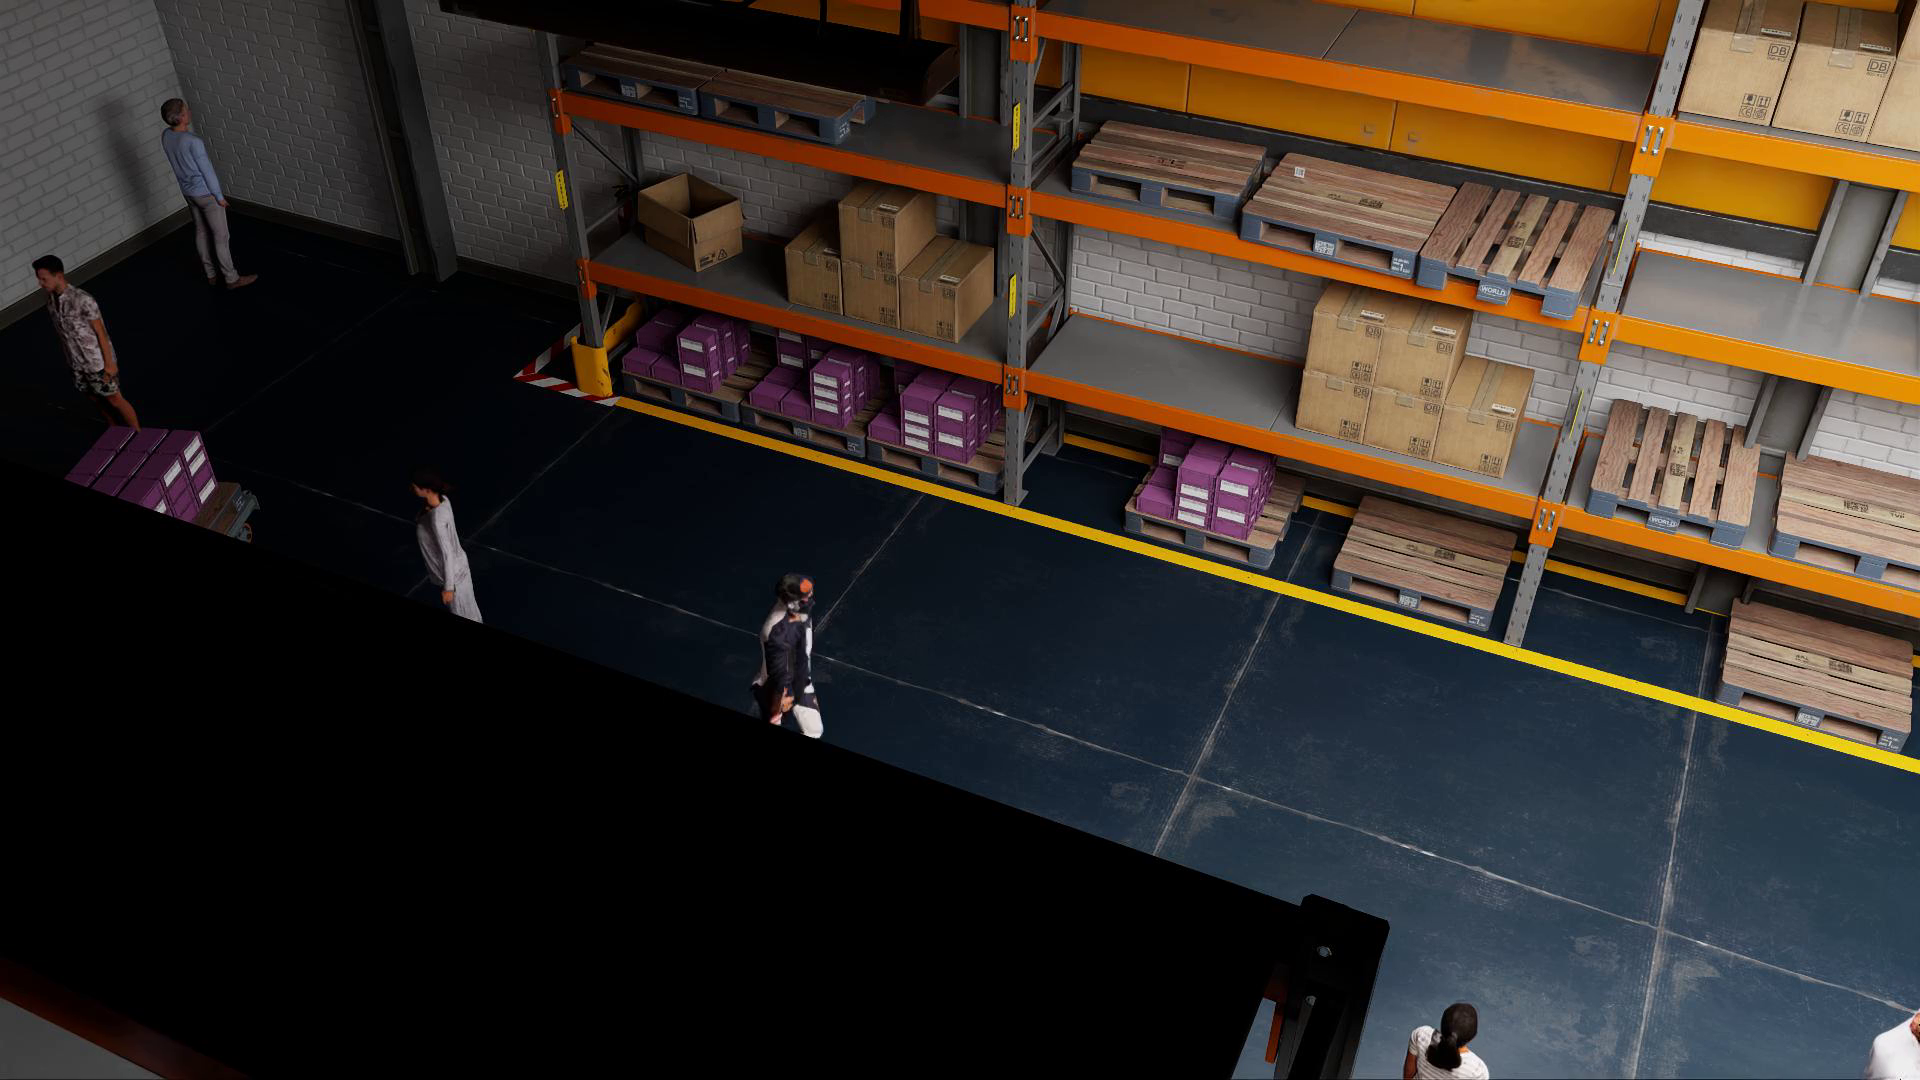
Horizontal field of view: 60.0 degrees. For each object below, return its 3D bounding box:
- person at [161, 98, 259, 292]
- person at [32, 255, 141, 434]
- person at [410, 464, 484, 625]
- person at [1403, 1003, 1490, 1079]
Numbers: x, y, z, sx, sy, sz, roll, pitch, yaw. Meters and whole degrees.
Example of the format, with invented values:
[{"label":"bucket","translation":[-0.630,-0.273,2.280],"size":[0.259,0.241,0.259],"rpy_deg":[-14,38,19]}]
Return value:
[{"label":"person","translation":[-7.165,-3.265,15.696],"size":[0.537,1.893,0.745],"rpy_deg":[20,43,24]},{"label":"person","translation":[-7.101,-1.529,13.589],"size":[0.505,1.810,0.731],"rpy_deg":[15,41,18]},{"label":"person","translation":[-3.498,0.206,11.446],"size":[0.729,1.773,0.672],"rpy_deg":[-12,40,-15]},{"label":"person","translation":[2.361,2.828,8.265],"size":[0.569,1.645,0.690],"rpy_deg":[29,47,31]}]
